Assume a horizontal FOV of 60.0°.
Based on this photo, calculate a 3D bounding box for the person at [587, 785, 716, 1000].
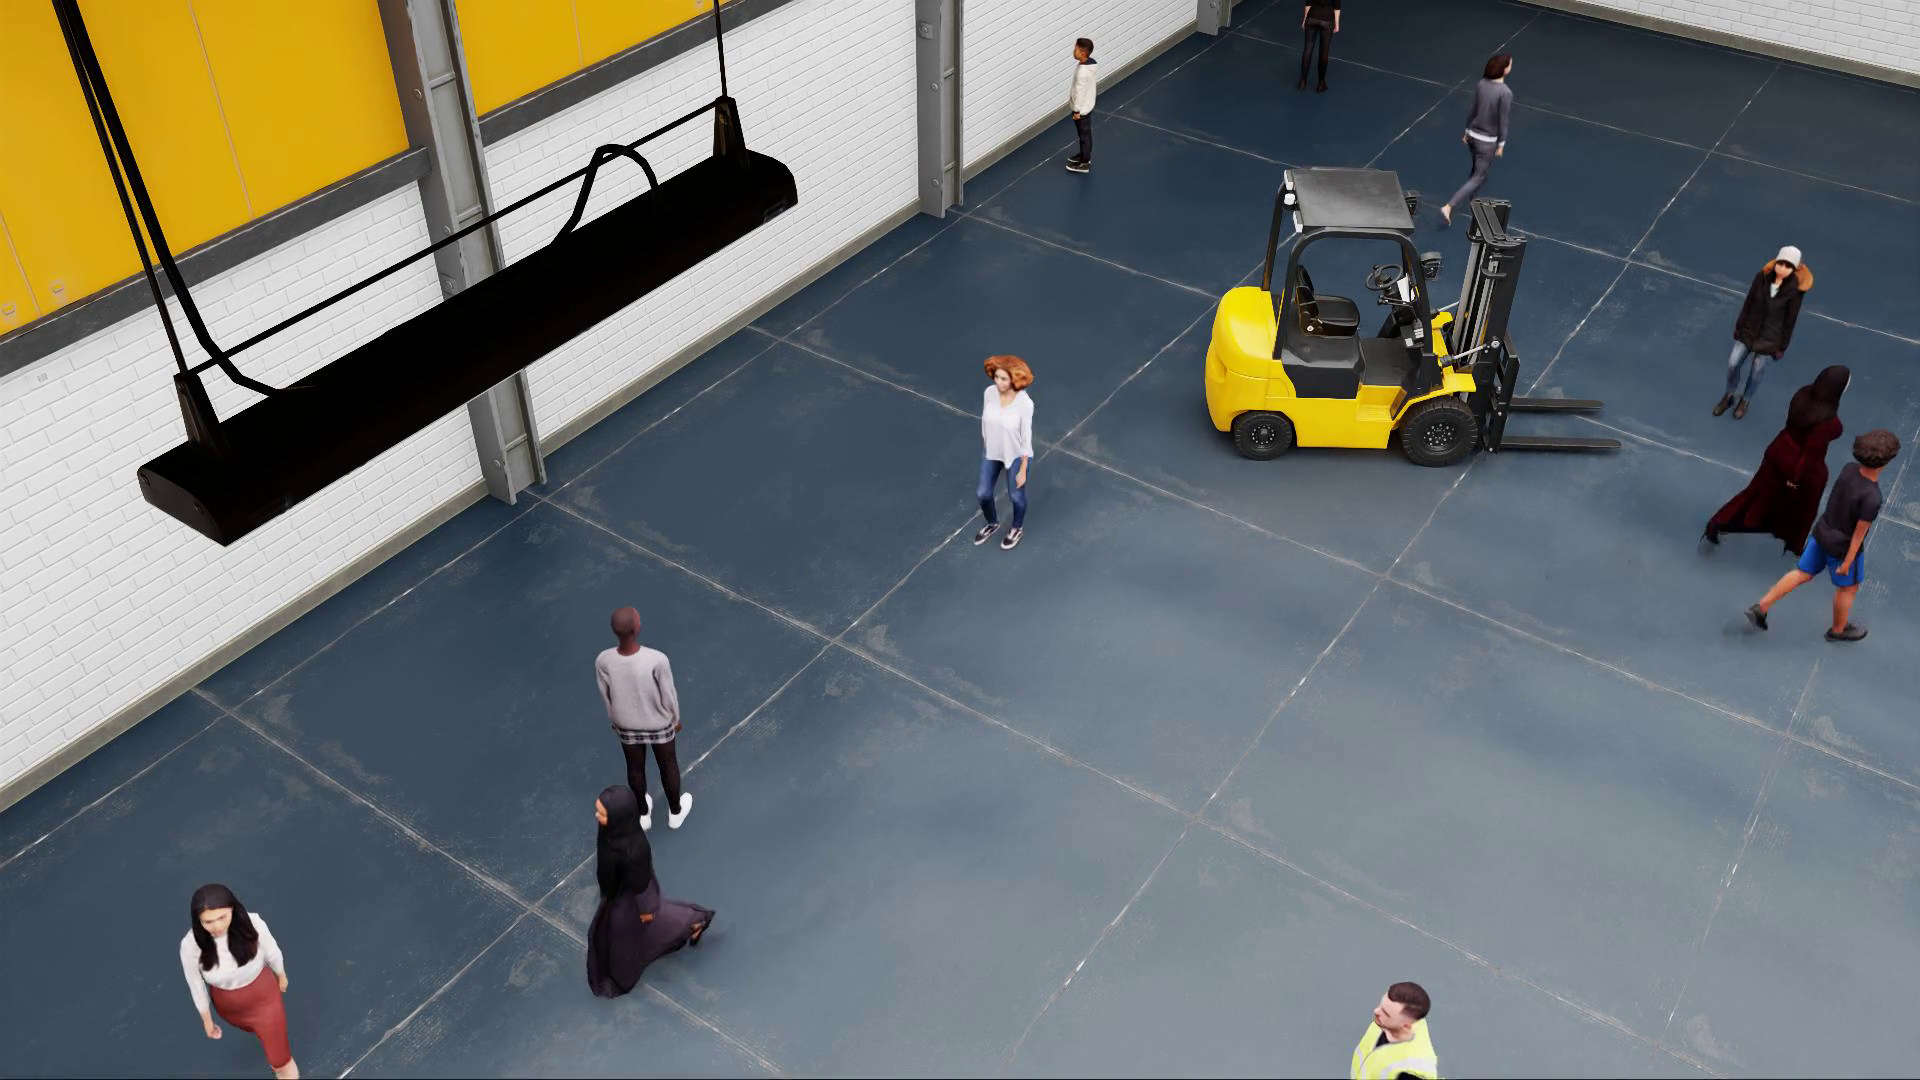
[{"bbox_3d":[-1.805,1.931,9.416,1.103,1.595,0.931,-15,41,-18],"label":"person"}]

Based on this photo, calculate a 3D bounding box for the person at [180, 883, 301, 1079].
[{"bbox_3d":[-3.761,2.382,8.759,1.128,1.710,1.076,-13,40,-15],"label":"person"}]

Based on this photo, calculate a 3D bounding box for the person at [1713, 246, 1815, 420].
[{"bbox_3d":[6.792,-1.768,14.024,0.648,1.624,0.631,29,47,31],"label":"person"}]

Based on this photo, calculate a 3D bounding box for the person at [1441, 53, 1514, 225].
[{"bbox_3d":[5.202,-4.012,16.739,1.143,1.743,0.894,-21,43,-24],"label":"person"}]

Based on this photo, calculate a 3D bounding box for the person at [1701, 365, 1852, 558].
[{"bbox_3d":[6.132,-0.560,12.434,1.134,1.721,1.095,-5,39,-6],"label":"person"}]

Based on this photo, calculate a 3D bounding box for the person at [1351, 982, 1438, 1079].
[{"bbox_3d":[2.152,2.760,8.184,0.930,1.837,0.854,-1,39,-1],"label":"person"}]

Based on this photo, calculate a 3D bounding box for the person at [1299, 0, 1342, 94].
[{"bbox_3d":[4.193,-6.042,19.361,0.620,1.641,0.568,15,41,18],"label":"person"}]

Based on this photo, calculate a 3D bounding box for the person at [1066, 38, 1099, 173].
[{"bbox_3d":[1.326,-4.671,17.796,0.703,1.453,0.573,7,39,9],"label":"person"}]

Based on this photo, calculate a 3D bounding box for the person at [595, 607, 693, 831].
[{"bbox_3d":[-1.962,1.117,10.292,0.697,1.773,0.712,1,39,2],"label":"person"}]

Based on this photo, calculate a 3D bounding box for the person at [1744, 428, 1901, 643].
[{"bbox_3d":[6.100,-0.003,11.702,1.147,1.763,1.111,-4,39,-5],"label":"person"}]

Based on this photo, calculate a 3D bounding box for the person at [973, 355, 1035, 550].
[{"bbox_3d":[0.418,-0.703,12.630,0.645,1.699,0.608,21,43,24],"label":"person"}]
